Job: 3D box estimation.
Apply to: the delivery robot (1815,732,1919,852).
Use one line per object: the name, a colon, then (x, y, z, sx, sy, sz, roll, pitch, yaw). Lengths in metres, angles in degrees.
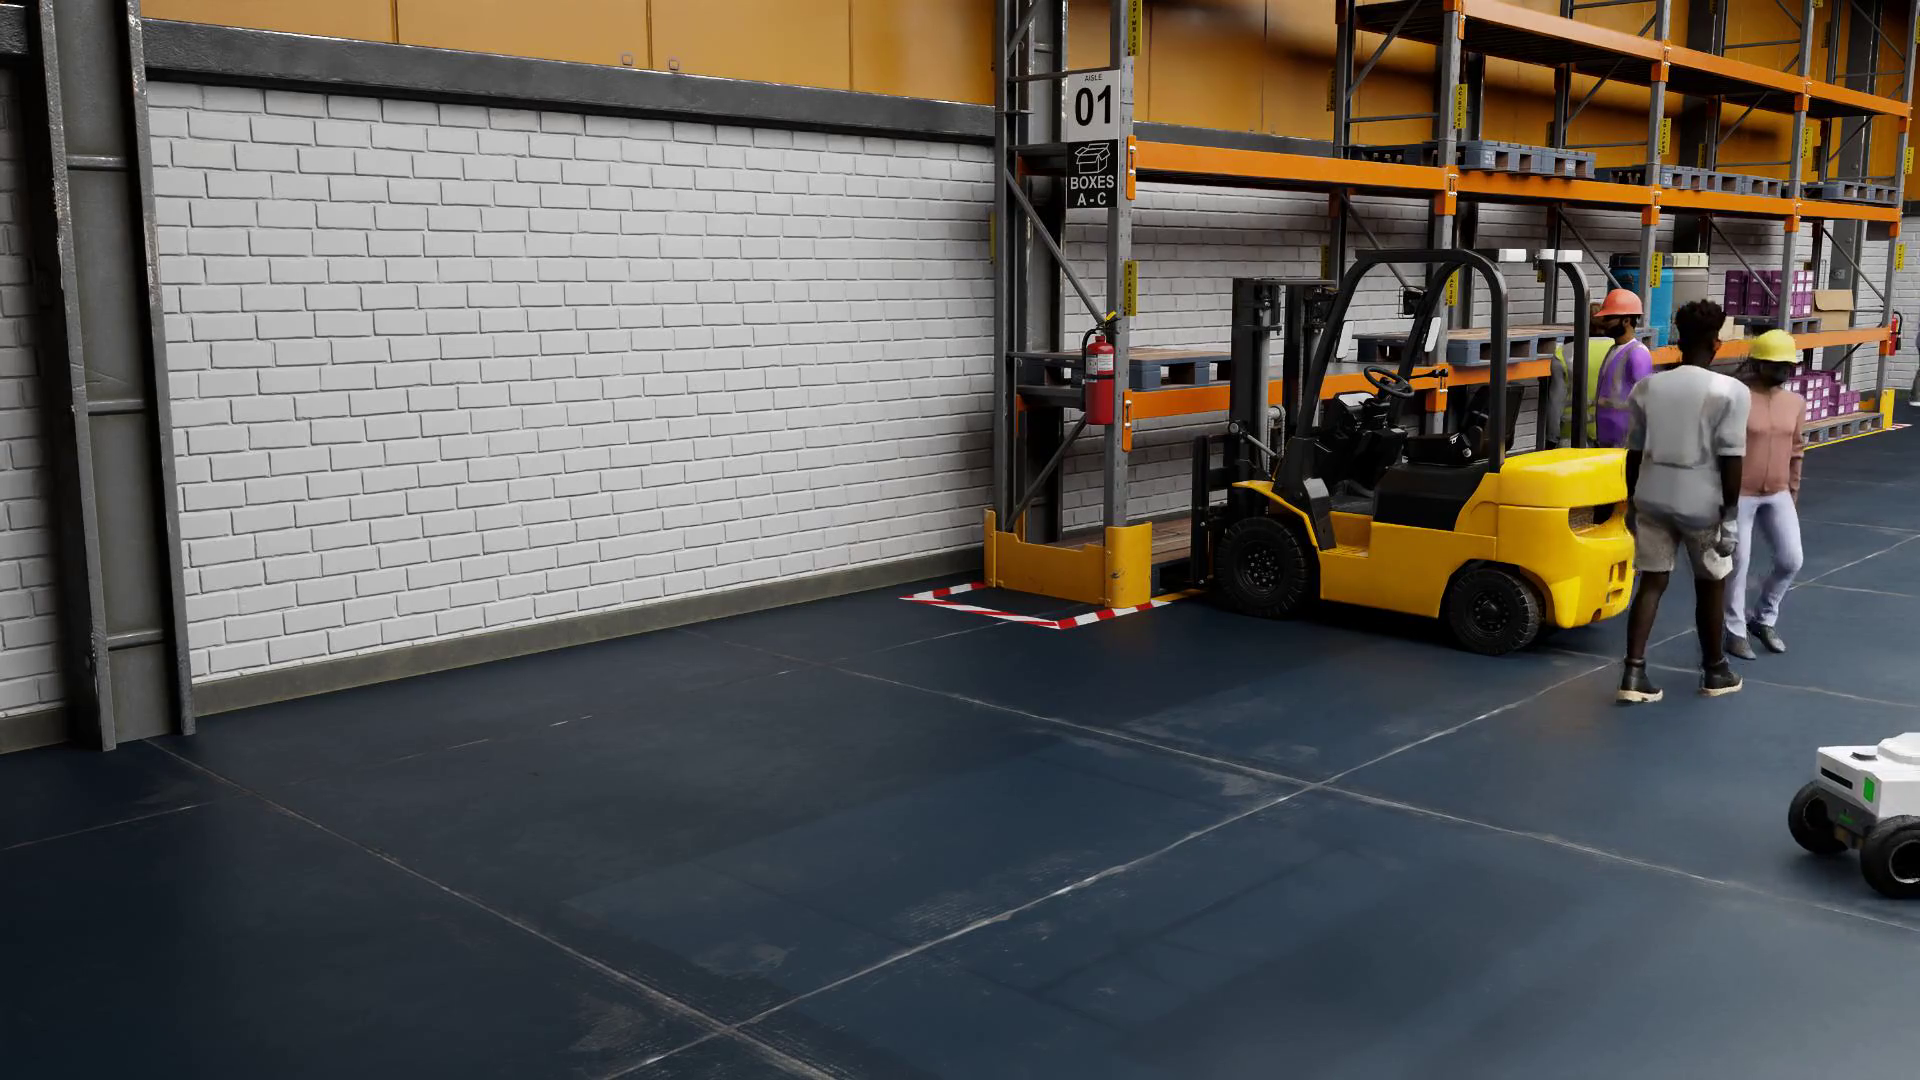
delivery robot: (3.319, 0.833, 5.664, 0.707, 0.478, 0.477, -1, 9, -4)

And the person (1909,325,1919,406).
person: (14.542, -2.892, 24.792, 0.681, 1.866, 0.671, -5, 11, -30)

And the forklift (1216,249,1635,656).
forklift: (2.710, -0.584, 9.626, 2.313, 2.155, 1.214, 9, 13, 43)

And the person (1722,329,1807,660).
person: (4.237, -0.233, 8.816, 0.539, 1.755, 0.352, -1, 9, -5)

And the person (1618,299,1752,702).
person: (3.471, -0.179, 7.954, 0.829, 1.932, 0.630, -7, 12, -38)

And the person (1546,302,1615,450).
person: (4.387, -0.728, 11.582, 0.627, 1.847, 0.429, 1, 9, 4)

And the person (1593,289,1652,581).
person: (4.349, -0.688, 11.044, 0.358, 1.937, 0.549, 0, 9, 0)
